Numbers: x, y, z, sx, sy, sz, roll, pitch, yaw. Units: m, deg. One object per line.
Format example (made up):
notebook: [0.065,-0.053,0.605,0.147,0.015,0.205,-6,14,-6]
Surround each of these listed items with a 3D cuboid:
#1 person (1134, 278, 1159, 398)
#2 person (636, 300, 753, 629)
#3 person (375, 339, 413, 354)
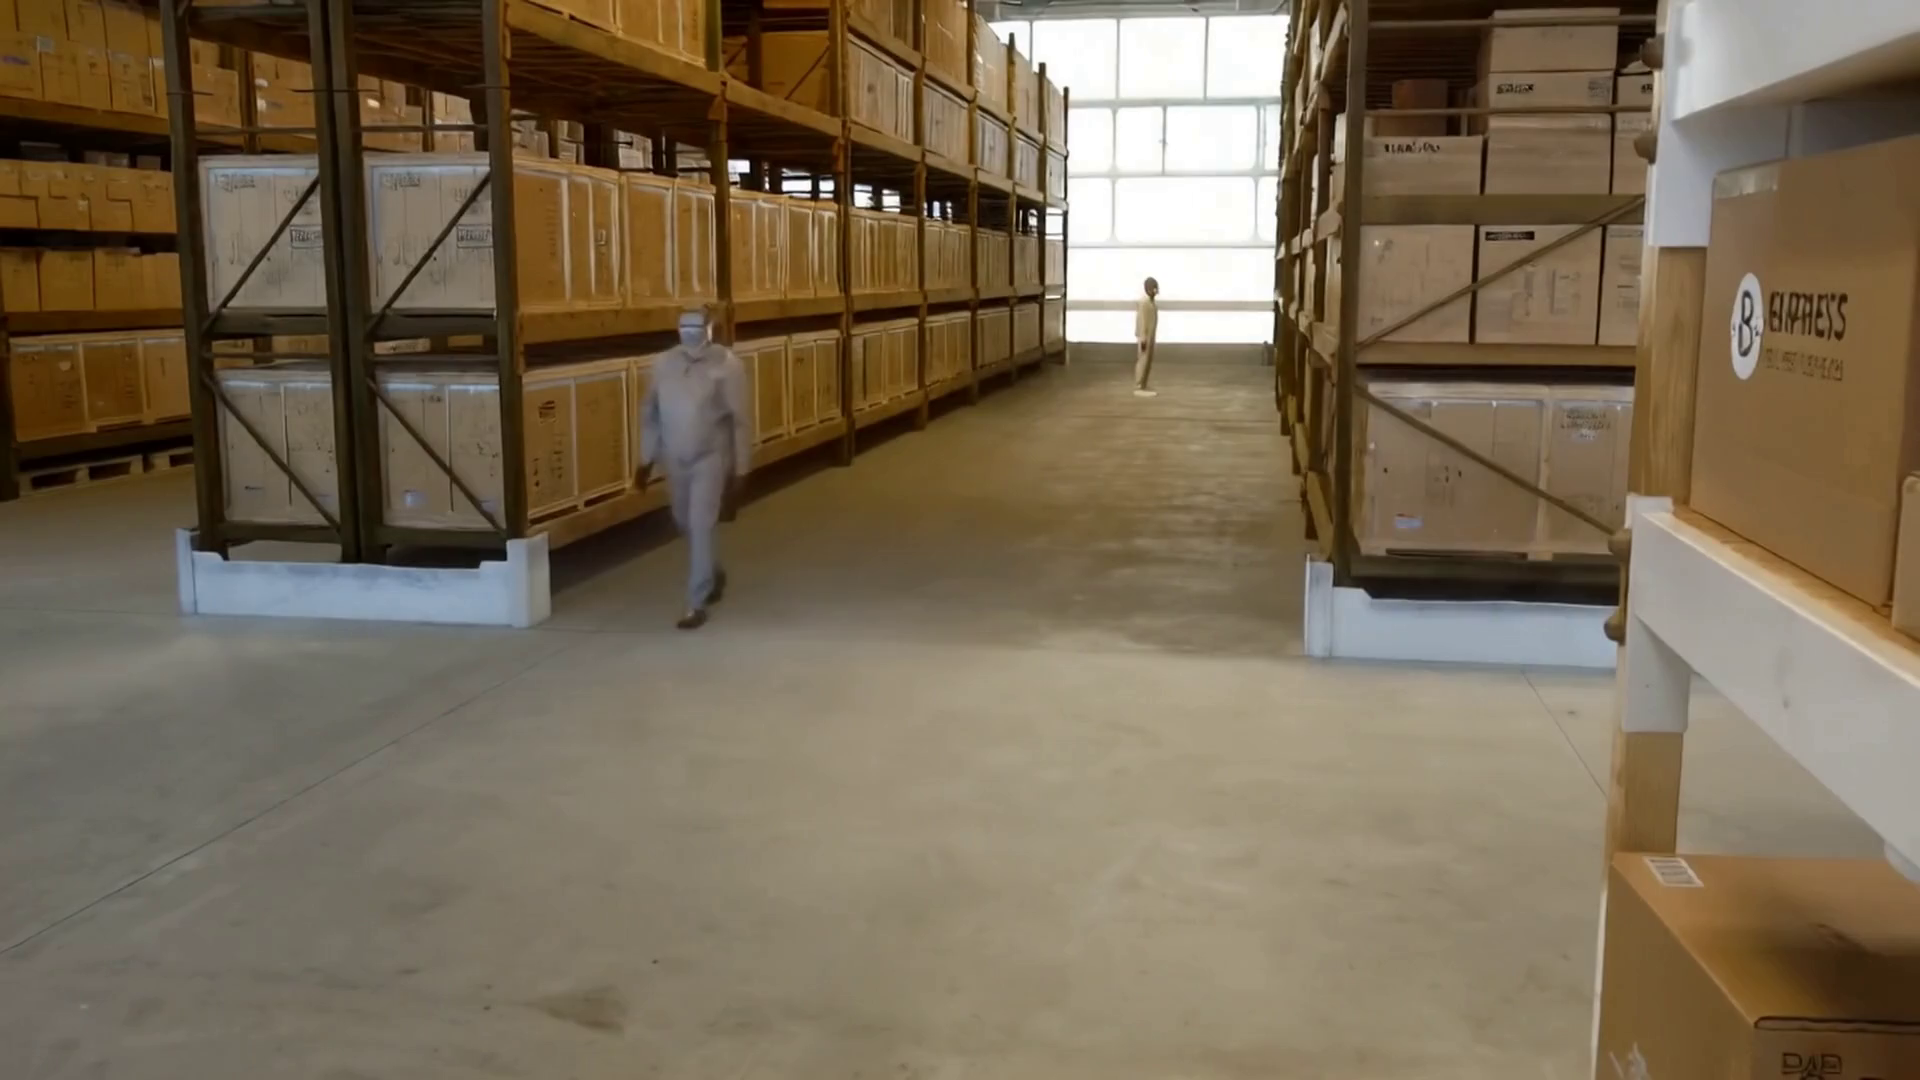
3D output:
person: [3.027,-3.254,26.839,0.378,1.930,0.633,4,10,26]
person: [-1.532,-0.478,9.784,0.636,1.869,0.934,3,10,18]
person: [-6.518,-1.904,19.079,0.484,1.732,0.411,-1,9,-5]
